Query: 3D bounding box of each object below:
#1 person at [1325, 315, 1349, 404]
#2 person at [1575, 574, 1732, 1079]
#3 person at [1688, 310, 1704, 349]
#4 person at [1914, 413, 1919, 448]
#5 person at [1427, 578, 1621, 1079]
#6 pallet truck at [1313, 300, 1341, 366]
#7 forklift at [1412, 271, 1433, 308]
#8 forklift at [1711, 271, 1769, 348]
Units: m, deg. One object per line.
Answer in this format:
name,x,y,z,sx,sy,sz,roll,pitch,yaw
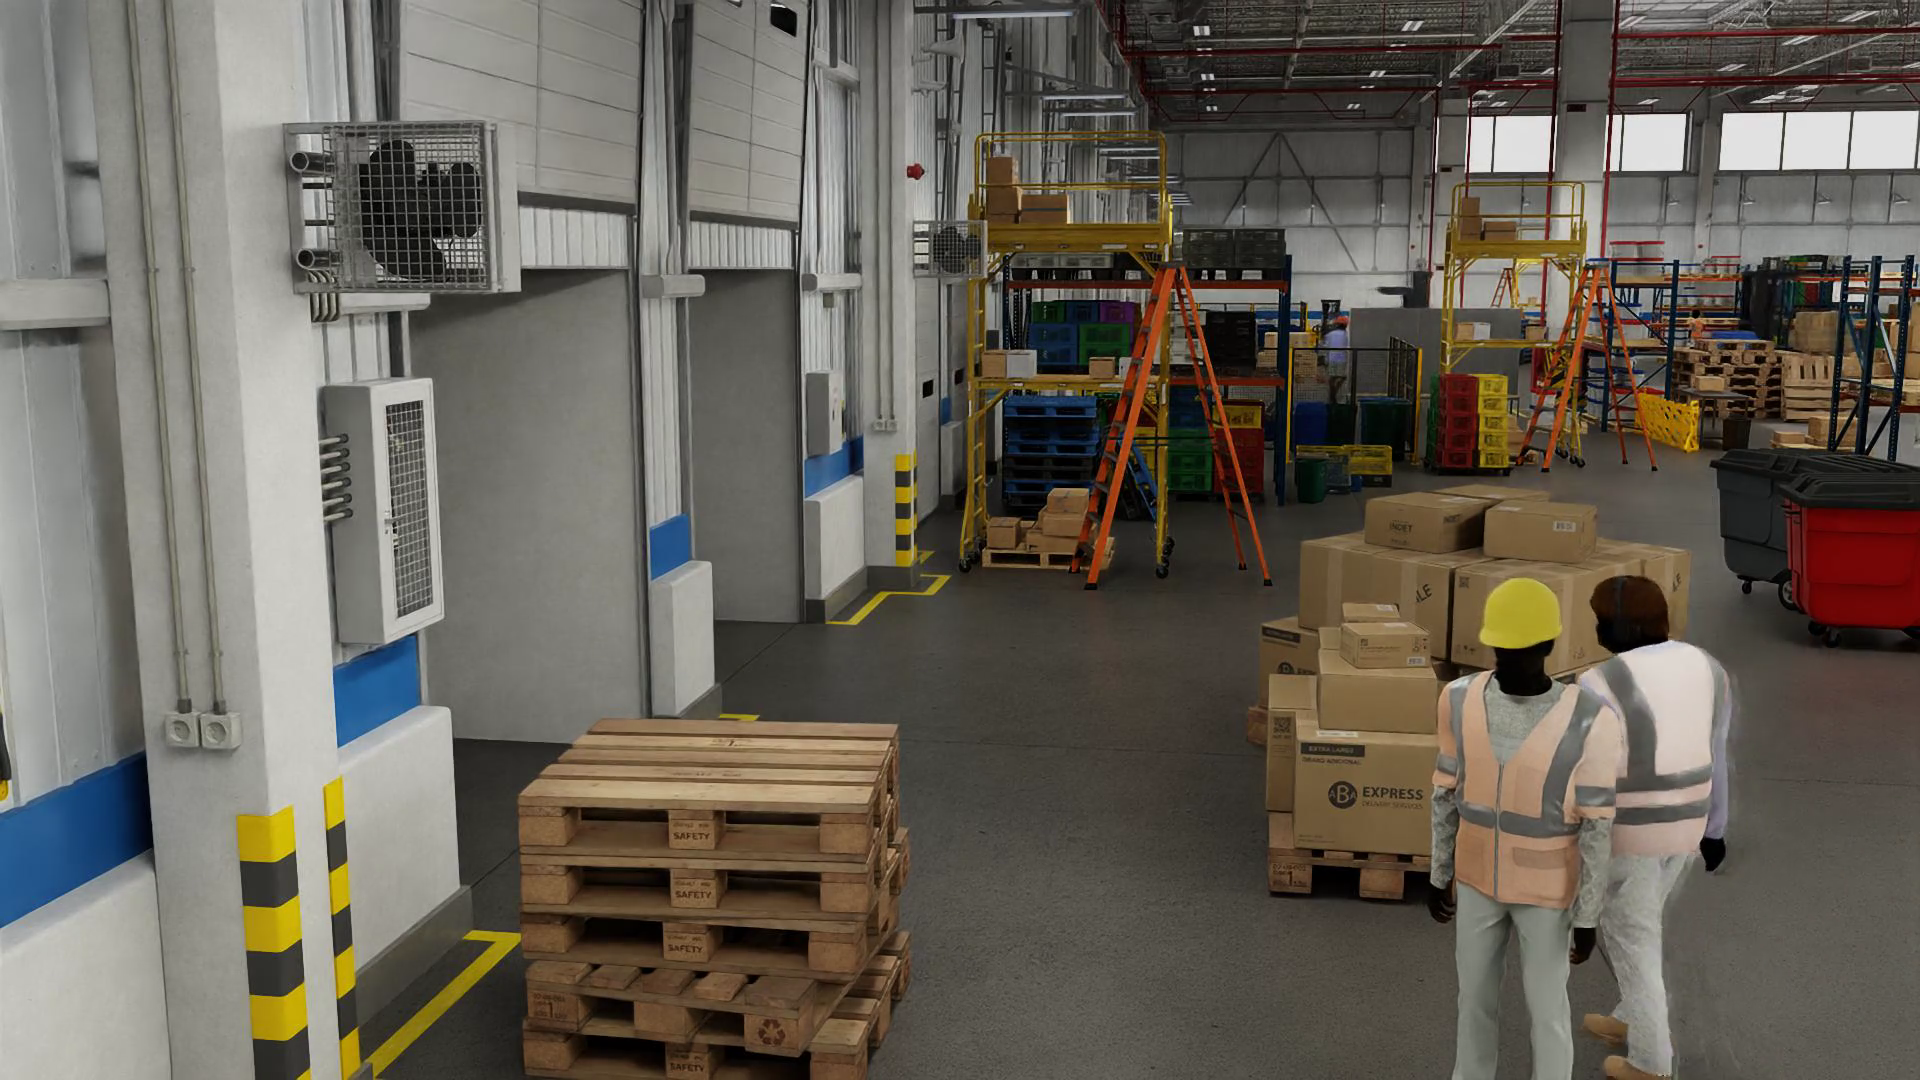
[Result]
person,8.018,-3.817,35.283,0.642,1.913,0.467,7,12,37
person,2.318,1.014,5.785,0.658,1.812,0.597,-4,10,-25
person,21.901,-6.015,49.538,0.530,1.689,0.321,-3,10,-20
person,15.567,-2.335,26.699,0.322,1.736,0.487,5,11,29
person,1.724,1.059,5.185,0.585,1.921,0.395,9,13,43
pallet truck,11.159,-6.200,49.718,0.823,1.965,1.885,4,10,26
forklift,11.580,-5.370,41.885,1.873,2.768,1.129,1,9,9
forklift,22.820,-6.358,47.980,1.873,2.768,1.129,-1,9,-5
